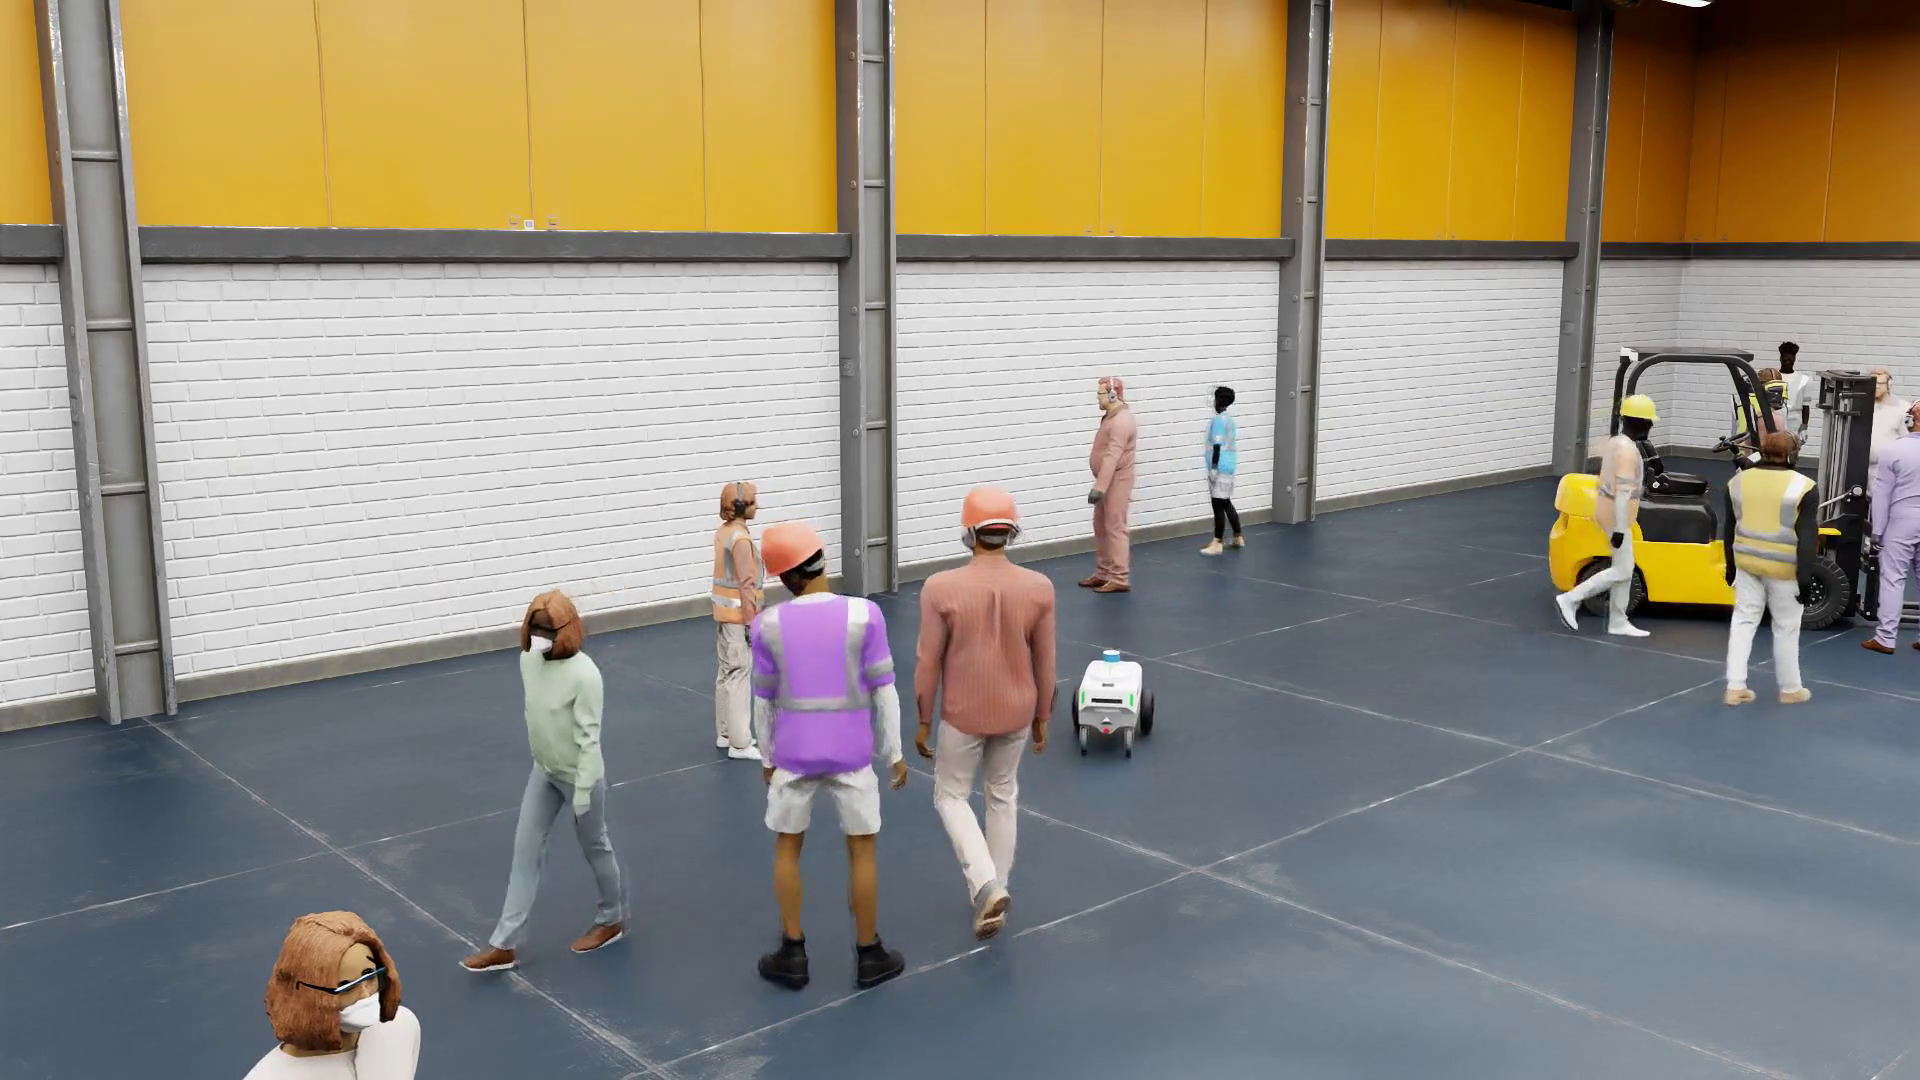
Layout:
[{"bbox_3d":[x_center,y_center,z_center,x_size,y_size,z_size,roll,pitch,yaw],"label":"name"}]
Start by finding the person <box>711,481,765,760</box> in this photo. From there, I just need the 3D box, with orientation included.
[{"bbox_3d":[-1.300,0.469,9.772,0.310,1.638,0.523,-4,10,-22],"label":"person"}]

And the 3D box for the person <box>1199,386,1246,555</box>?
[{"bbox_3d":[2.629,-0.684,16.440,0.442,1.665,0.608,3,10,19],"label":"person"}]

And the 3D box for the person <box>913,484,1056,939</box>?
[{"bbox_3d":[0.123,0.744,7.151,0.639,1.978,0.665,-3,10,-17],"label":"person"}]

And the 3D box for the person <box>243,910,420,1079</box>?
[{"bbox_3d":[-1.269,1.549,3.459,0.276,1.633,0.507,4,11,23],"label":"person"}]

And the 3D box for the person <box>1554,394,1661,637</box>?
[{"bbox_3d":[5.012,-0.181,12.818,0.628,1.905,0.587,3,10,17],"label":"person"}]

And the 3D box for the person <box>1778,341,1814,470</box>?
[{"bbox_3d":[9.523,-1.320,19.286,0.606,1.967,0.367,4,10,22],"label":"person"}]

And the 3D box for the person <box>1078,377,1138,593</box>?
[{"bbox_3d":[1.313,-0.478,14.549,0.438,1.901,0.668,-1,10,-4],"label":"person"}]

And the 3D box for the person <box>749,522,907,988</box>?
[{"bbox_3d":[-0.533,0.869,6.711,0.625,1.891,0.375,0,10,3],"label":"person"}]

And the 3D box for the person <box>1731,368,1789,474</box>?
[{"bbox_3d":[7.965,-0.787,16.532,0.429,1.841,0.633,-3,10,-20],"label":"person"}]

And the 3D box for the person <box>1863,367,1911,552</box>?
[{"bbox_3d":[8.693,-0.699,15.856,0.671,1.896,0.437,6,12,33],"label":"person"}]

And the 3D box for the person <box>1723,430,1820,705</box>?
[{"bbox_3d":[5.327,0.188,10.908,0.553,1.837,0.643,-7,12,-35],"label":"person"}]

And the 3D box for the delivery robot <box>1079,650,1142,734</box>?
[{"bbox_3d":[0.915,0.912,10.067,0.477,0.478,0.707,2,10,9],"label":"delivery robot"}]

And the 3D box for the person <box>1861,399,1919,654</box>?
[{"bbox_3d":[7.062,-0.096,12.323,0.641,1.900,0.403,1,10,4],"label":"person"}]

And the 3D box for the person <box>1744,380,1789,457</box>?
[{"bbox_3d":[7.773,-0.661,16.040,0.327,1.760,0.524,-2,10,-10],"label":"person"}]

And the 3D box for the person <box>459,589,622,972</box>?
[{"bbox_3d":[-1.684,0.992,6.793,0.520,1.591,0.819,7,12,37],"label":"person"}]

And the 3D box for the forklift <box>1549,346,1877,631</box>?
[{"bbox_3d":[6.109,-0.478,13.691,2.313,2.155,1.214,3,10,16],"label":"forklift"}]
